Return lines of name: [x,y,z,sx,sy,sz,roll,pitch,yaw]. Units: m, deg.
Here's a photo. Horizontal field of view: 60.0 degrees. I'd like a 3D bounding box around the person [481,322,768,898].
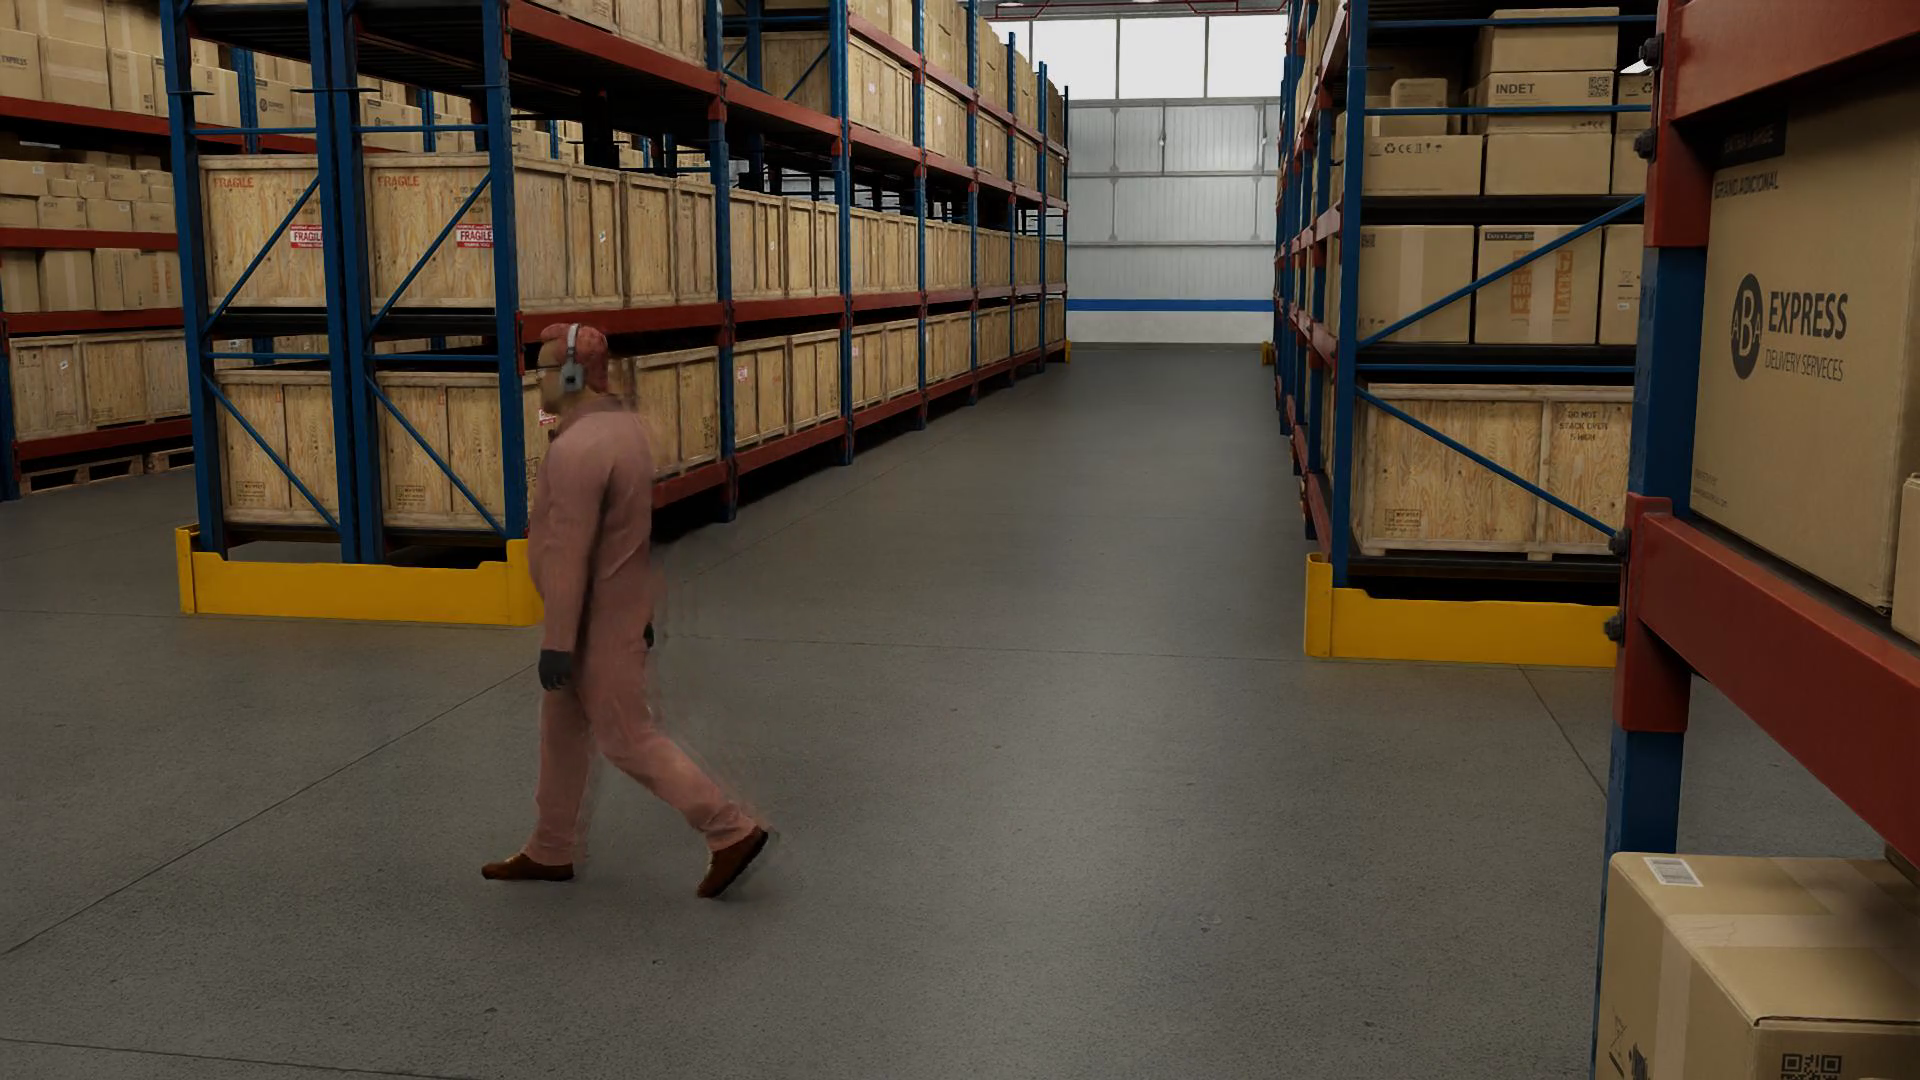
person: [-1.099,0.234,5.364,0.927,1.872,0.650,0,9,-1]
